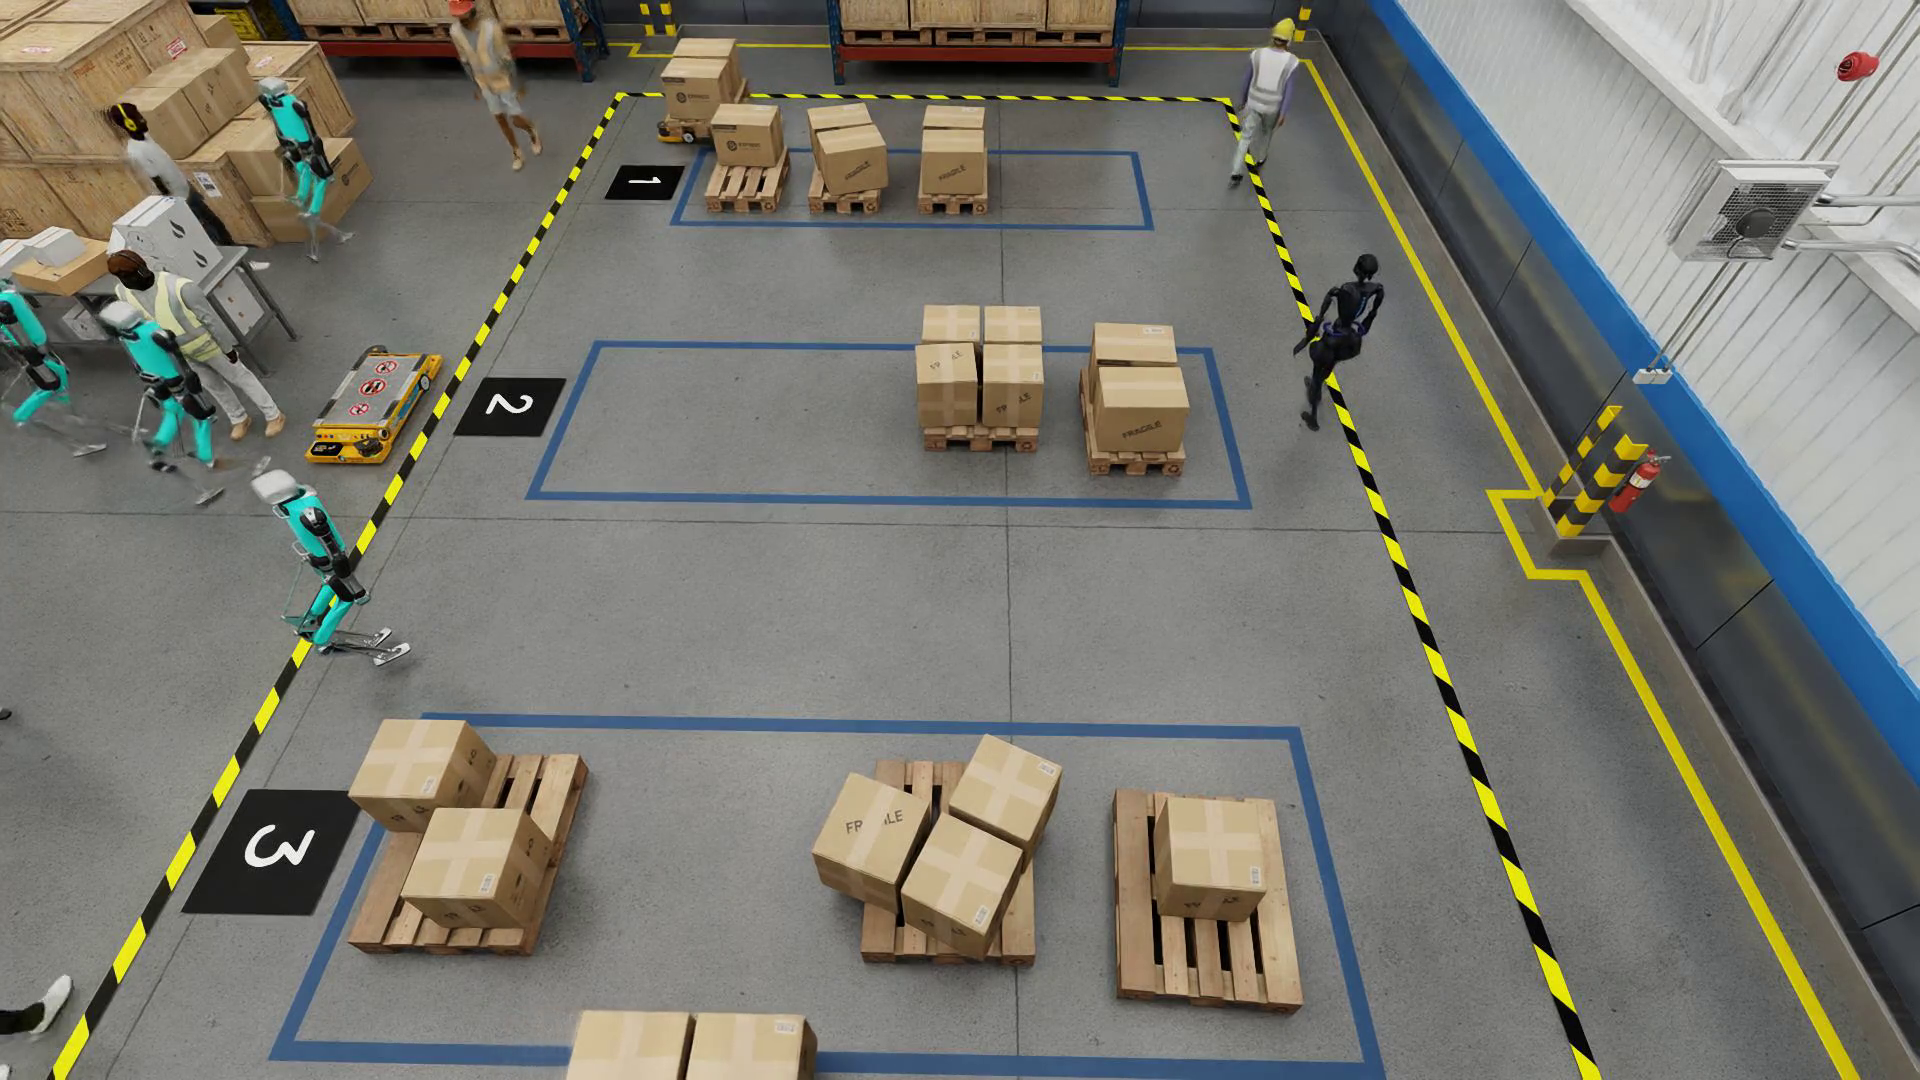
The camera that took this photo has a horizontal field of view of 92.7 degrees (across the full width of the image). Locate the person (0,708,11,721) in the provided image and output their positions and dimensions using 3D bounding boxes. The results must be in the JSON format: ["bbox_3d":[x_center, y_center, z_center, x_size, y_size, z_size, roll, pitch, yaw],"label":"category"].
[{"bbox_3d":[-6.828,0.810,5.707,0.339,1.761,0.534,-12,51,-10],"label":"person"}]

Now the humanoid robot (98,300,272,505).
[{"bbox_3d":[-6.263,-0.945,7.226,0.570,1.790,0.891,12,51,10],"label":"humanoid robot"}]

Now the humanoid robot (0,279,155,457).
[{"bbox_3d":[-7.672,-1.356,7.570,0.870,1.789,0.564,-29,55,-22],"label":"humanoid robot"}]

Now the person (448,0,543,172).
[{"bbox_3d":[-5.457,-5.364,10.753,0.609,2.032,0.511,4,50,3],"label":"person"}]

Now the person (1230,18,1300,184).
[{"bbox_3d":[3.545,-5.105,10.690,0.605,1.790,0.911,24,54,19],"label":"person"}]

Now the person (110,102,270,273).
[{"bbox_3d":[-7.880,-3.463,9.268,0.659,1.844,0.527,-16,52,-13],"label":"person"}]

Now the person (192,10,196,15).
[{"bbox_3d":[-10.654,-7.104,12.299,0.374,1.915,0.592,30,56,23],"label":"person"}]

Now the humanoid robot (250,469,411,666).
[{"bbox_3d":[-4.295,0.305,6.063,0.533,1.671,0.735,33,57,25],"label":"humanoid robot"}]

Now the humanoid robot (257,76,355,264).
[{"bbox_3d":[-6.998,-3.795,9.665,0.549,1.847,0.855,14,51,12],"label":"humanoid robot"}]

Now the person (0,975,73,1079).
[{"bbox_3d":[-5.252,2.261,4.432,0.622,1.820,0.837,-2,50,-2],"label":"person"}]

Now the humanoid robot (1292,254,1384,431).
[{"bbox_3d":[3.217,-1.766,7.946,0.600,1.642,0.652,-7,50,-6],"label":"humanoid robot"}]

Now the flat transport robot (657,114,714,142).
[{"bbox_3d":[-3.171,-5.443,11.954,1.431,0.197,0.652,1,50,1],"label":"flat transport robot"}]

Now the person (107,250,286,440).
[{"bbox_3d":[-6.418,-1.610,7.705,0.622,1.839,0.430,-3,50,-3],"label":"person"}]

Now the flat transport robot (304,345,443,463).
[{"bbox_3d":[-5.383,-1.269,8.441,0.659,0.231,1.431,1,50,1],"label":"flat transport robot"}]
